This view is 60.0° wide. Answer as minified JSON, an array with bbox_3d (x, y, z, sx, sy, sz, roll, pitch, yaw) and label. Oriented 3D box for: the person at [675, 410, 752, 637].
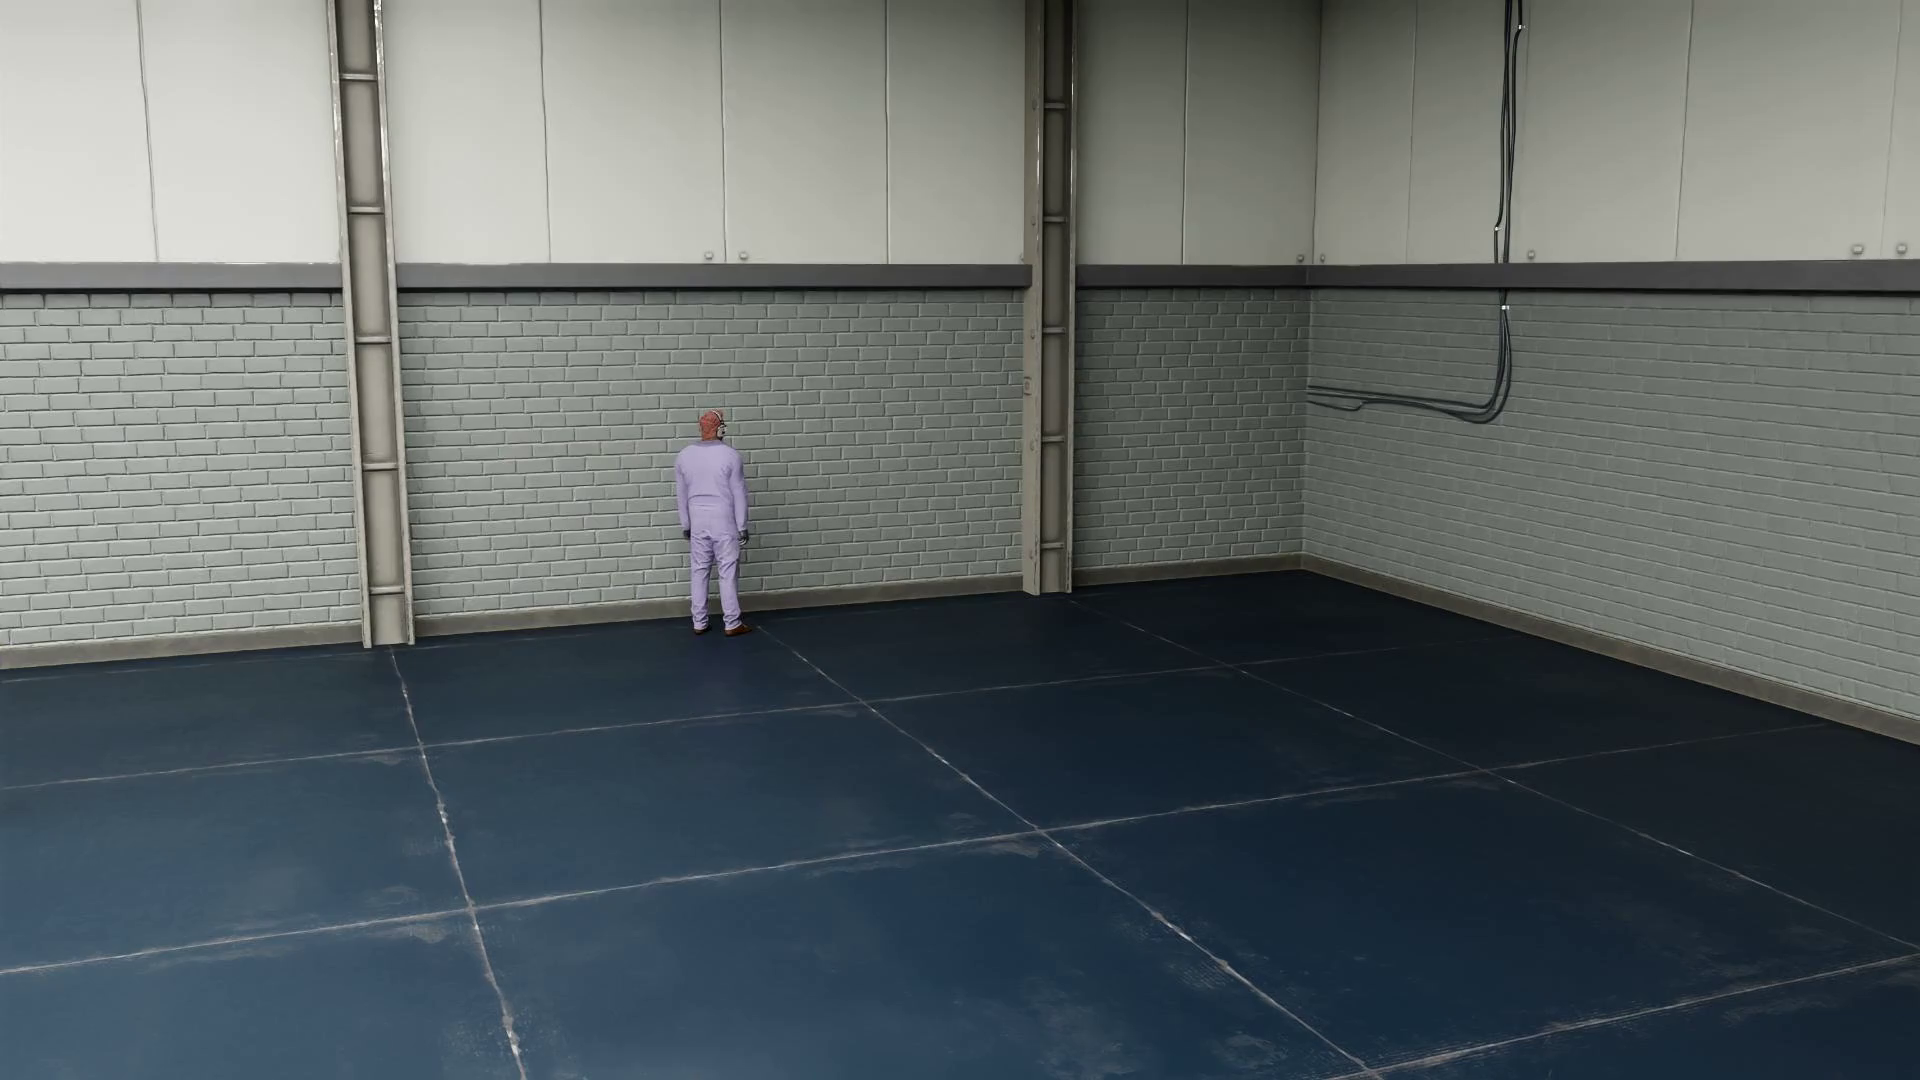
[{"bbox_3d":[-2.055,-0.137,13.995,0.639,1.910,0.406,3,10,19],"label":"person"}]
